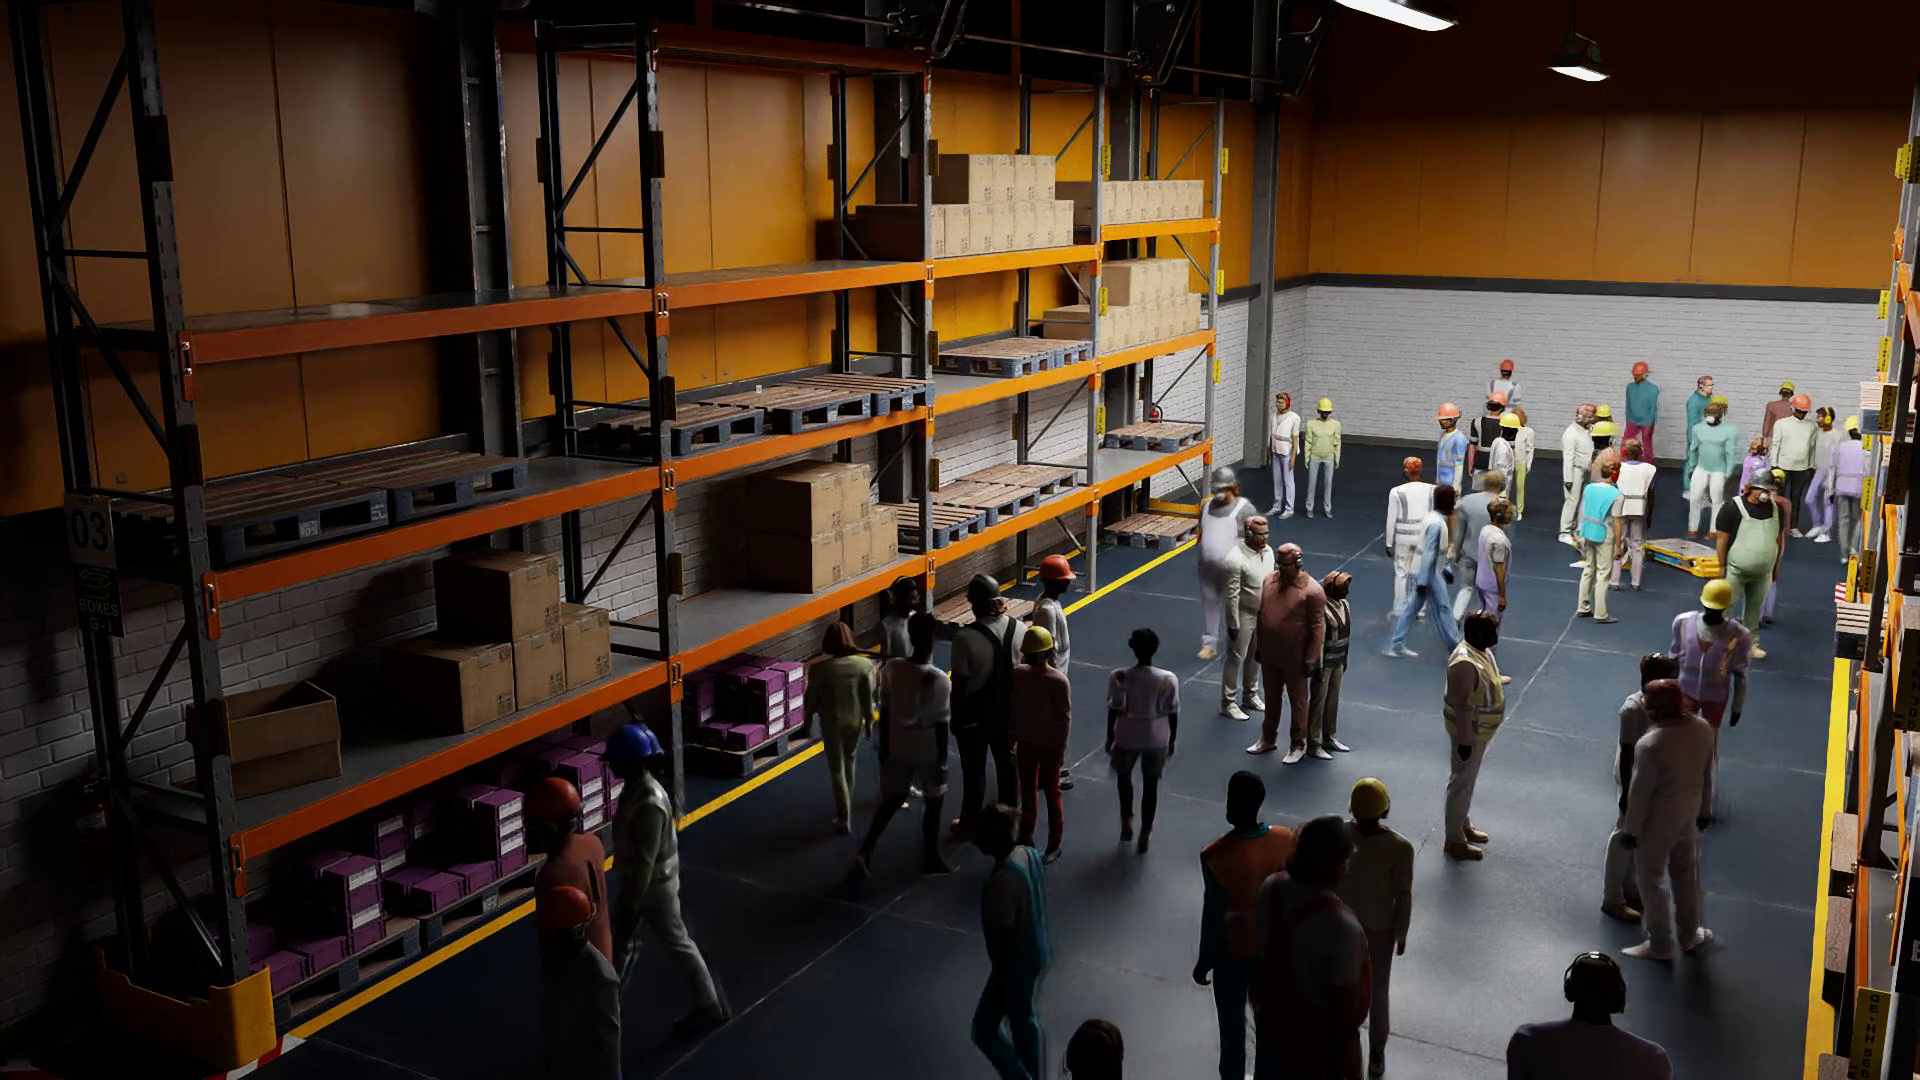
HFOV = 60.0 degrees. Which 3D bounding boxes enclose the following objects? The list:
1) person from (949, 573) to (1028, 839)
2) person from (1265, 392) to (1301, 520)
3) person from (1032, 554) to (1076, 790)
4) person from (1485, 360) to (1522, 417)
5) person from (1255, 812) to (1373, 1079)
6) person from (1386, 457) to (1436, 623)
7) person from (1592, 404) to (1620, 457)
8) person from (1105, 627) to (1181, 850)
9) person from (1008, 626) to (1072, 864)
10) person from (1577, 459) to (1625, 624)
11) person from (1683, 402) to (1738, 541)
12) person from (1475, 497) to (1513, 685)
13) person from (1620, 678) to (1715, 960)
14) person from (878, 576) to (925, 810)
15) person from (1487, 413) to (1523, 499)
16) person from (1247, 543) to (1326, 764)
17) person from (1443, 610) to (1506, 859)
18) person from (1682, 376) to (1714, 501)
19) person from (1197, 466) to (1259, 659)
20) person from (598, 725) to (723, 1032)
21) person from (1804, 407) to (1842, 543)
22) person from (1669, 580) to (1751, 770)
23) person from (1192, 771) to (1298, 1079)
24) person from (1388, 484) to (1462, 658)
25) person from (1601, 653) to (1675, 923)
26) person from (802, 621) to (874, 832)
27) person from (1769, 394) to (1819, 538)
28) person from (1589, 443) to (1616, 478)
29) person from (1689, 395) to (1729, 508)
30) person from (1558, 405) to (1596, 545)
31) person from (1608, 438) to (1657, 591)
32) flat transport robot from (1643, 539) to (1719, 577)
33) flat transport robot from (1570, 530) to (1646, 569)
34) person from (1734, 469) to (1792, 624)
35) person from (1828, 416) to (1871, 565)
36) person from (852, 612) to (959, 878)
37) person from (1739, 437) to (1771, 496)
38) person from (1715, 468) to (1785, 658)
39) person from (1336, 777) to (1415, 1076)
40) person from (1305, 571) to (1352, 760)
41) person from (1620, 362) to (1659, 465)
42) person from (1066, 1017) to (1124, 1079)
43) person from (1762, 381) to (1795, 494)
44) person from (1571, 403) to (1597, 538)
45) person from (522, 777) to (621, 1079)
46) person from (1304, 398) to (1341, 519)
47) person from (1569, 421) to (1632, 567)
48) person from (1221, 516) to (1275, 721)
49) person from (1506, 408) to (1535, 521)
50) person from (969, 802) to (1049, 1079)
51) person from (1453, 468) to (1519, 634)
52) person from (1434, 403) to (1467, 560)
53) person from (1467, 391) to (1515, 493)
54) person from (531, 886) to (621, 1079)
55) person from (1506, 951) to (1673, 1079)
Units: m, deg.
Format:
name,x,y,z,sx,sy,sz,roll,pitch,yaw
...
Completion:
name,x,y,z,sx,sy,sz,roll,pitch,yaw
person,0.184,1.232,12.594,0.681,2.000,0.535,-8,15,-32
person,4.691,-1.226,24.056,0.393,1.838,0.561,-7,15,-30
person,0.757,1.065,13.574,0.354,1.939,0.544,0,13,-1
person,9.023,-2.039,27.564,0.555,1.889,0.943,9,16,36
person,1.682,2.260,7.990,0.629,2.000,0.693,-6,14,-26
person,5.000,0.007,18.448,0.579,1.878,0.360,-2,13,-7
person,9.063,-1.061,23.555,0.479,1.735,0.313,4,13,16
person,1.352,1.468,12.326,0.555,1.681,0.389,1,13,5
person,0.561,1.478,12.115,0.533,1.766,0.312,11,16,39
person,7.127,0.014,18.516,0.387,1.836,0.570,-4,13,-19
person,10.123,-0.909,22.479,0.661,1.912,0.721,12,17,43
person,5.251,0.492,16.348,0.345,1.847,0.508,0,13,-2
person,4.522,1.762,10.626,0.791,1.881,0.401,-7,14,-29
person,-0.454,1.190,13.181,0.325,1.865,0.516,7,15,30
person,6.993,-0.683,21.444,0.398,1.920,0.586,3,13,15
person,2.762,0.951,14.165,0.405,1.904,0.636,-11,17,-41
person,3.784,1.405,12.269,0.429,1.842,0.635,6,14,25
person,11.308,-1.560,25.397,0.408,1.908,0.644,11,17,41
person,2.743,0.205,17.192,0.691,2.000,0.704,10,16,37
person,-1.846,1.984,9.561,0.997,1.898,0.619,-6,14,-24
person,11.684,-0.878,22.481,0.441,1.848,0.515,-4,13,-18
person,5.838,1.204,13.044,0.612,1.891,0.557,9,15,35
person,1.506,2.144,8.784,0.587,1.920,0.394,-7,14,-27
person,4.897,0.343,16.959,1.003,1.859,0.611,3,13,14
person,4.583,1.641,11.207,0.513,1.842,0.325,-12,17,-43
person,-0.962,1.395,12.821,0.511,1.611,0.693,-5,14,-22
person,11.401,-1.012,22.761,0.611,1.988,0.391,1,13,3
person,8.549,-0.734,22.189,0.320,1.694,0.533,11,17,42
person,11.123,-1.302,24.671,0.497,1.713,0.513,-3,13,-13
person,8.335,-0.880,22.385,0.656,1.893,0.399,-12,17,-42
person,7.991,-0.293,19.869,0.569,1.840,0.374,1,13,3
flat transport robot,9.272,0.203,21.194,0.652,0.197,1.431,-3,13,-15
flat transport robot,8.398,0.117,21.581,0.652,0.197,1.431,2,13,10
person,8.968,0.075,18.486,0.594,1.722,0.448,-4,13,-16
person,11.400,-0.629,21.232,0.628,1.900,0.443,11,16,40
person,-0.400,1.484,11.731,0.727,1.943,0.636,-11,17,-42
person,10.150,-0.511,21.327,0.313,1.631,0.523,1,13,6
person,8.103,0.235,17.055,0.701,2.000,0.536,-1,13,-3
person,2.231,2.133,9.227,0.523,1.751,0.377,7,14,28
person,3.175,1.062,14.282,0.313,1.634,0.514,11,17,41
person,10.894,-1.885,26.742,0.815,1.952,0.624,-9,15,-34
person,0.526,2.714,6.459,0.624,1.829,0.497,7,14,28
person,12.787,-1.597,25.908,0.534,1.755,0.341,7,14,27
person,8.451,-0.918,22.574,0.355,1.884,0.575,6,14,26
person,-2.003,2.169,8.535,0.430,1.982,0.615,3,13,14
person,5.228,-1.179,24.018,0.525,1.762,0.339,1,13,3
person,8.095,-0.545,20.853,0.659,1.911,0.591,3,13,15
person,2.682,0.704,15.291,0.644,1.898,0.397,-12,17,-43
person,7.975,-1.089,23.904,0.501,1.633,0.289,9,16,35
person,0.255,2.220,8.662,0.393,1.819,0.552,5,13,20
person,5.483,0.208,17.479,0.665,1.912,0.577,10,16,39
person,6.297,-0.765,21.554,0.403,2.034,0.609,-2,13,-7
person,7.245,-1.016,22.689,0.613,2.030,0.404,6,14,25
person,-1.810,2.448,7.819,0.361,1.745,0.582,-12,17,-43
person,2.513,2.589,6.752,0.635,1.936,0.350,4,13,17
